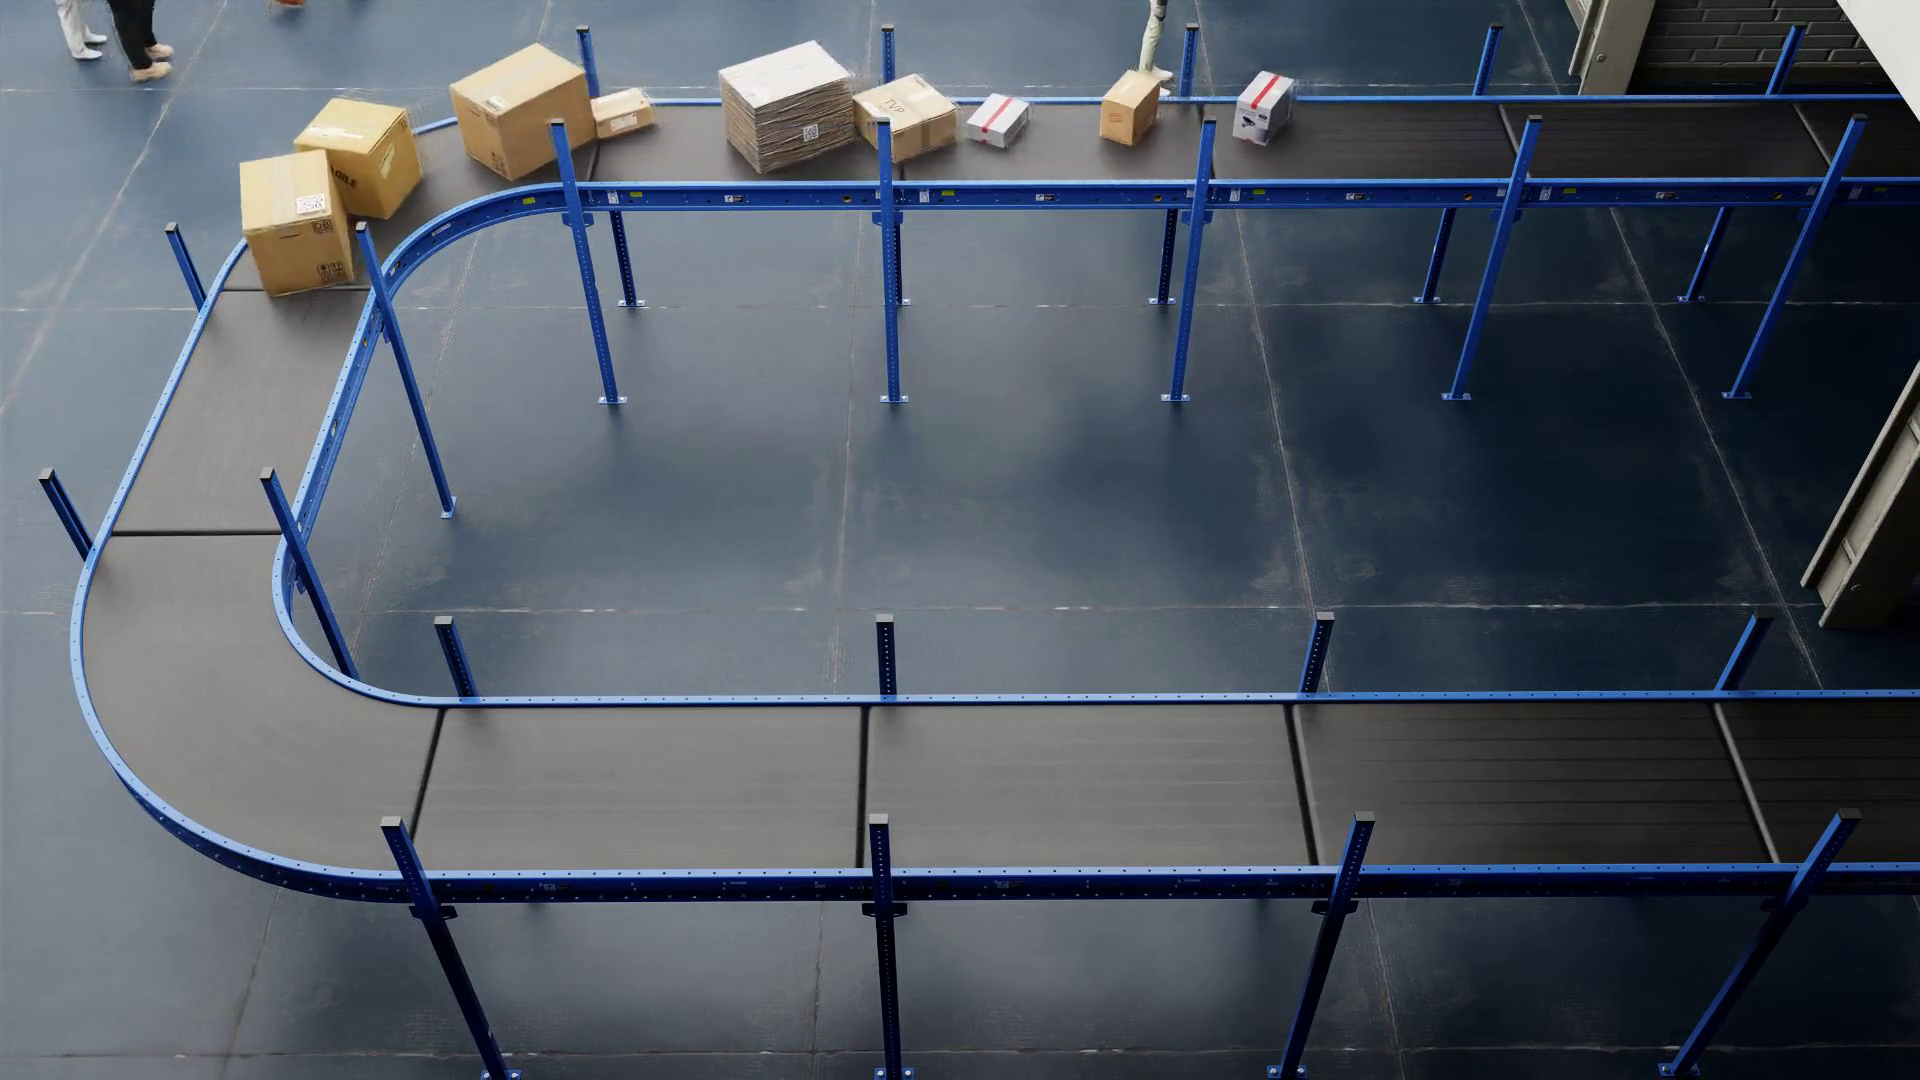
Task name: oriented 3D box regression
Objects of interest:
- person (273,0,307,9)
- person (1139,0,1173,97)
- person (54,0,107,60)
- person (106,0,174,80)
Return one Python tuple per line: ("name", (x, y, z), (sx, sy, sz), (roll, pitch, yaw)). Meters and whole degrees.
("person", (-5.867, -5.620, 15.226), (0.950, 1.910, 0.606), (-34, 55, -27))
("person", (1.687, -4.591, 14.292), (0.318, 1.865, 0.519), (5, 47, 5))
("person", (-7.739, -4.915, 14.757), (0.338, 1.618, 0.519), (-10, 48, -9))
("person", (-7.051, -4.799, 14.392), (0.559, 2.000, 0.697), (-18, 49, -16))
